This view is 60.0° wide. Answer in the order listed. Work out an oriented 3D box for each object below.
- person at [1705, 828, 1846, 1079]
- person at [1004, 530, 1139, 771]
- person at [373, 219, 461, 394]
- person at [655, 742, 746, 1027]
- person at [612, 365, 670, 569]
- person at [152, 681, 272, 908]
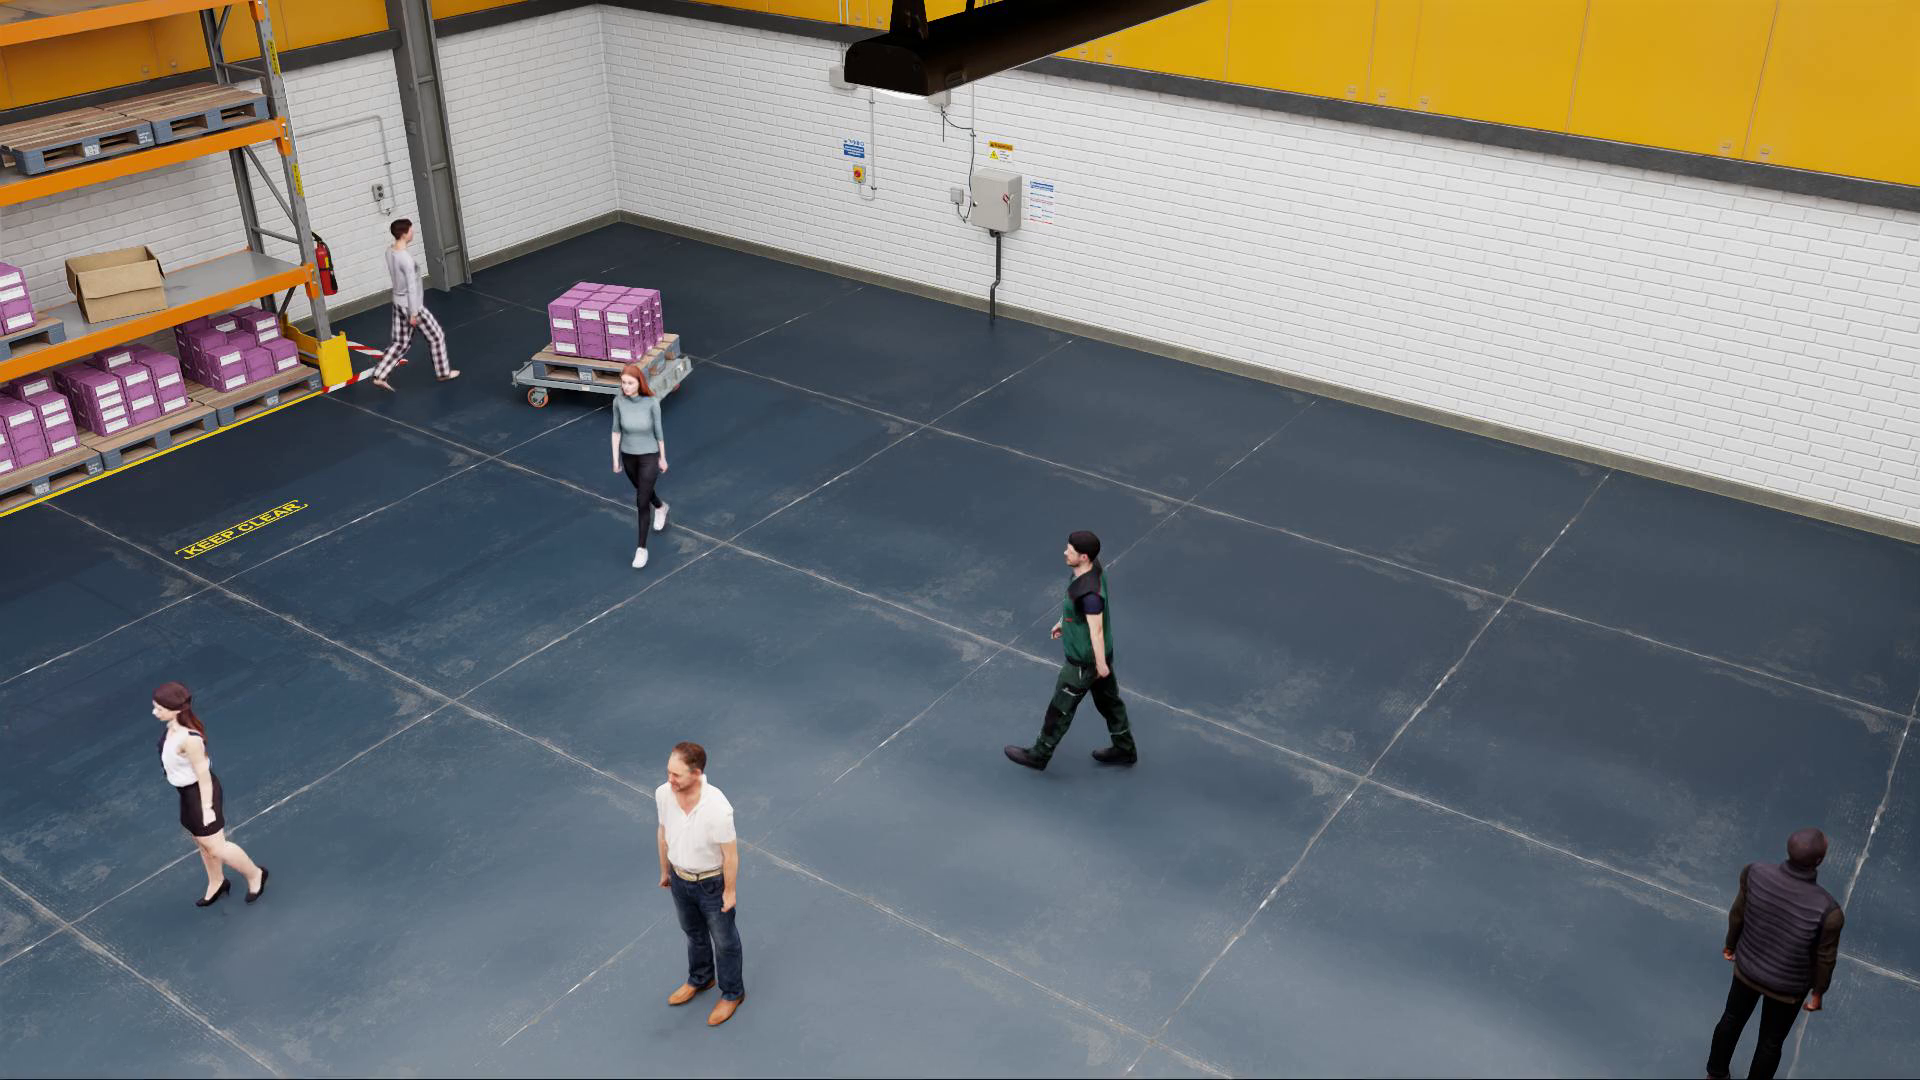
[{"bbox_3d":[4.192,2.233,8.599,0.681,1.836,0.754,-21,35,-33],"label":"person"},{"bbox_3d":[0.971,0.778,11.249,1.081,1.853,1.197,4,29,7],"label":"person"},{"bbox_3d":[-5.738,-2.364,17.061,0.714,1.803,1.192,23,36,36],"label":"person"},{"bbox_3d":[-1.420,1.870,9.246,0.663,1.853,0.548,17,33,29],"label":"person"},{"bbox_3d":[-2.679,-0.697,14.105,0.937,1.707,1.230,5,29,9],"label":"person"},{"bbox_3d":[-4.573,1.545,10.057,0.723,1.647,0.647,-22,35,-34],"label":"person"}]
